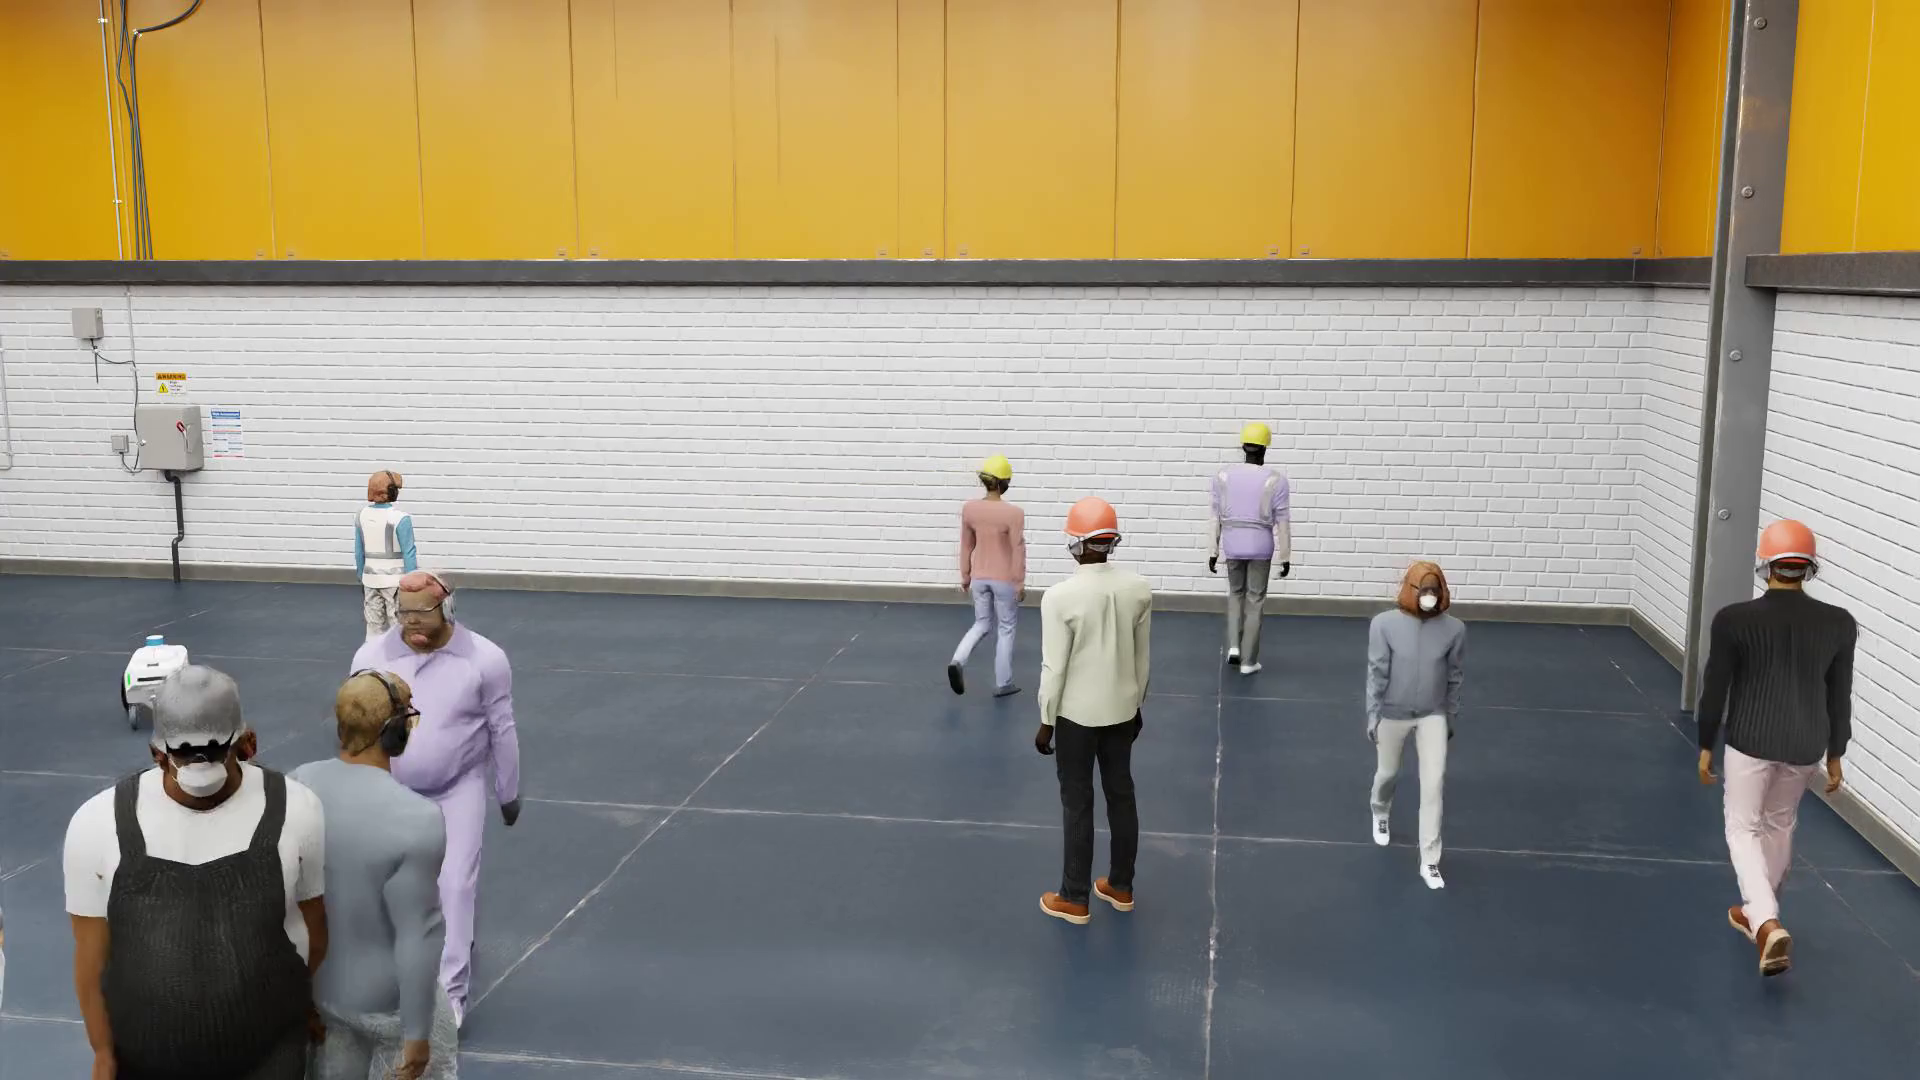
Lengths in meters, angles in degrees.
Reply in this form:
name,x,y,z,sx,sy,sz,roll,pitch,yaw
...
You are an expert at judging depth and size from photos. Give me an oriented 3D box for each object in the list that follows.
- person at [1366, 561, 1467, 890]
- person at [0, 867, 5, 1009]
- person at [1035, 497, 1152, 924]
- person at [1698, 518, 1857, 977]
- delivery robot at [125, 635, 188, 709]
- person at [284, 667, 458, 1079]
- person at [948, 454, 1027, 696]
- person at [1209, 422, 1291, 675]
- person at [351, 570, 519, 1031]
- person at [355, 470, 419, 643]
name,x,y,z,sx,sy,sz,roll,pitch,yaw
person,2.296,0.873,8.462,0.498,1.597,0.812,1,9,5
person,-2.841,1.349,4.525,0.543,1.928,0.373,4,10,25
person,0.616,0.790,7.765,0.608,1.995,0.377,-6,11,-32
person,3.549,0.892,7.228,0.622,1.970,0.859,1,9,8
delivery robot,-5.442,0.892,11.276,0.477,0.478,0.707,-3,10,-21
person,-1.760,1.323,4.782,0.641,1.911,0.909,4,10,23
person,0.203,0.275,11.703,0.529,1.751,0.598,7,11,36
person,2.191,0.064,12.502,0.608,1.906,0.438,5,10,26
person,-2.151,1.021,6.819,0.631,1.849,1.040,0,9,1
person,-4.030,0.326,11.728,0.523,1.636,0.309,4,10,25
